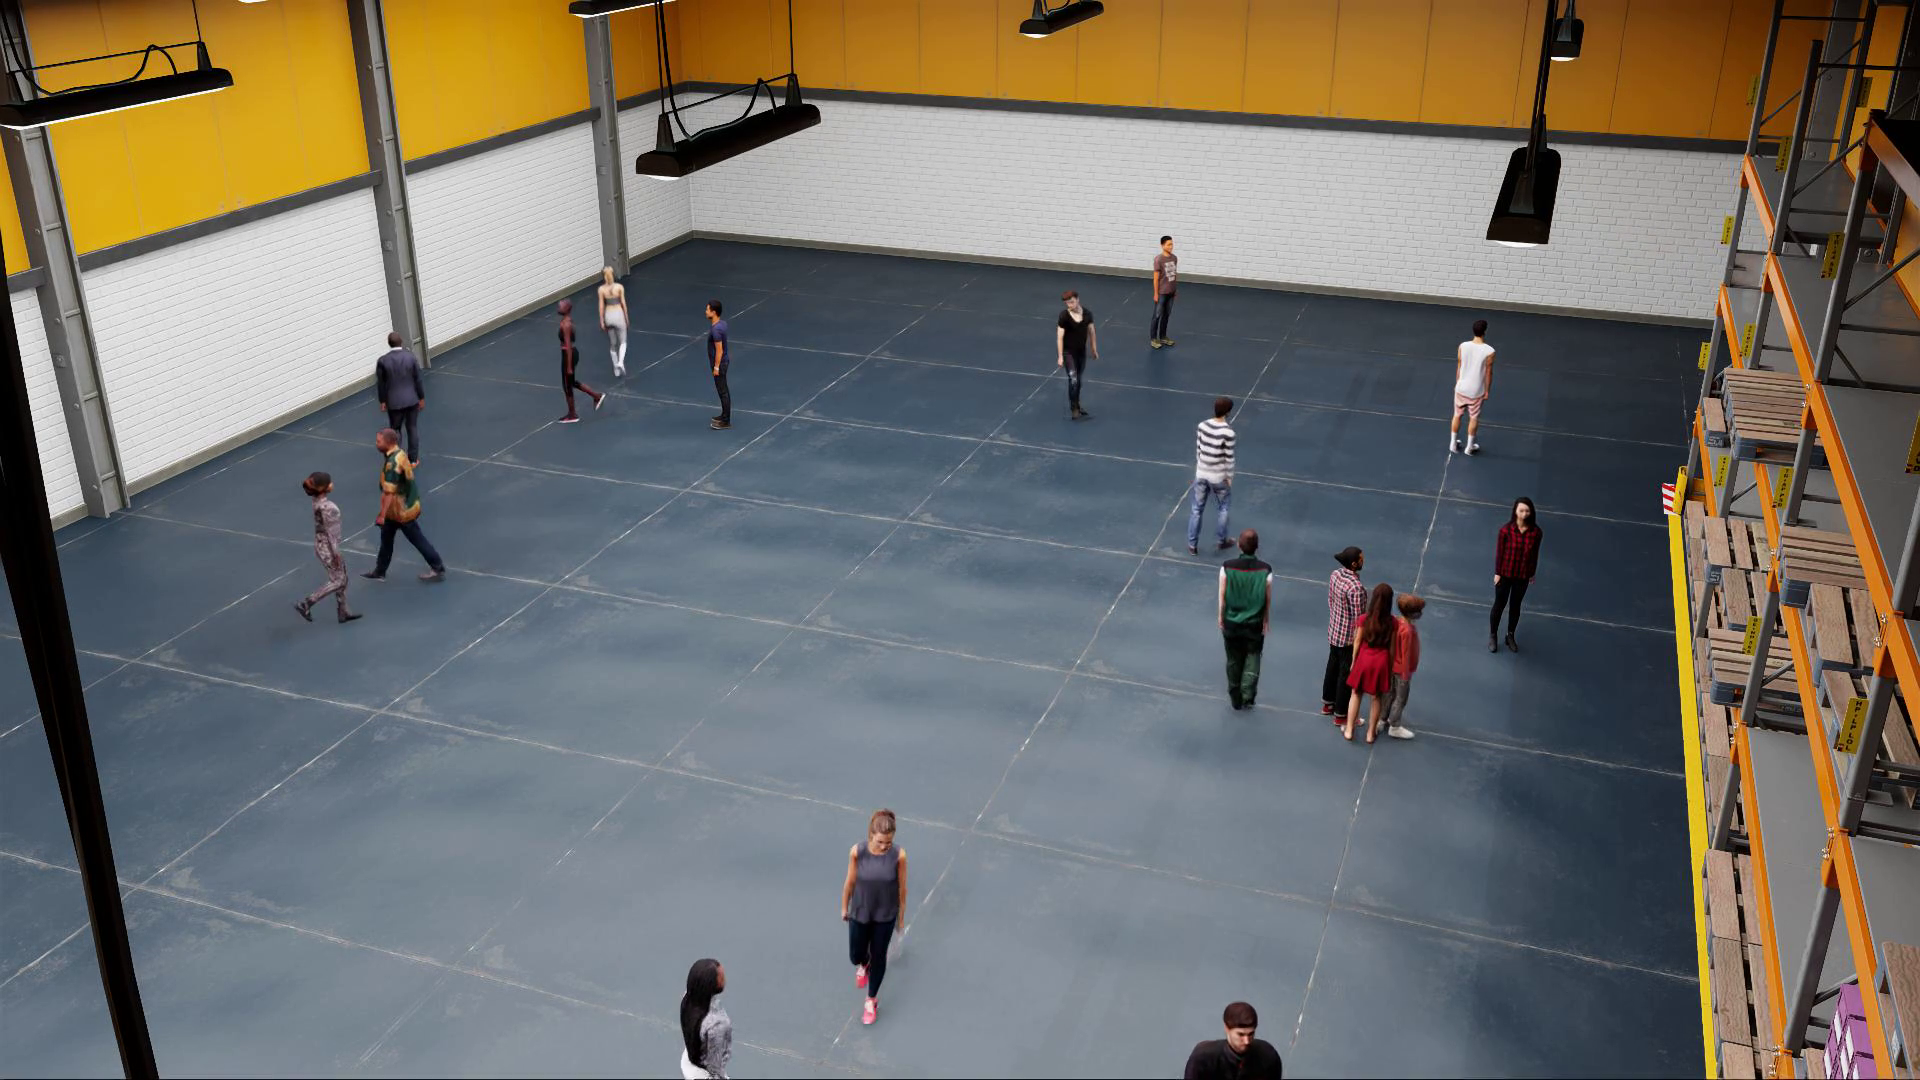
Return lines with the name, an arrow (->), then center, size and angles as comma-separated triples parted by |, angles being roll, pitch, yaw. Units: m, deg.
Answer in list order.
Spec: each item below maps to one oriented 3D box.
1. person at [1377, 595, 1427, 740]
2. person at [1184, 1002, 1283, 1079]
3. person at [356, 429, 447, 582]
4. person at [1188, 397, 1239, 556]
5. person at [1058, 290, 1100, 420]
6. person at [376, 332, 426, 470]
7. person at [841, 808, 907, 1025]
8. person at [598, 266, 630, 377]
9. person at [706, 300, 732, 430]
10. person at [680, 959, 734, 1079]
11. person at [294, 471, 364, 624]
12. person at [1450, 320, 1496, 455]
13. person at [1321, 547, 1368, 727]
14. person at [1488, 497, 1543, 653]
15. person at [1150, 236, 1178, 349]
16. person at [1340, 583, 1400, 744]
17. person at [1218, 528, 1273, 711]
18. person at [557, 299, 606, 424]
person -> 4.020, 1.142, 15.162 | 0.620, 1.408, 0.528 | 2, 24, 4
person -> 1.525, 3.352, 9.599 | 1.012, 1.816, 1.198 | -2, 24, -5
person -> -6.004, -0.340, 18.119 | 1.213, 1.756, 1.200 | -8, 25, -19
person -> 2.832, -0.709, 18.872 | 0.756, 1.829, 0.869 | 13, 27, 26
person -> 1.590, -2.610, 23.194 | 0.983, 1.852, 1.043 | -15, 28, -31
person -> -7.135, -1.746, 21.264 | 0.850, 1.813, 0.880 | -6, 24, -12
person -> -0.574, 2.549, 11.565 | 0.733, 1.712, 0.831 | 4, 24, 8
person -> -5.156, -3.235, 24.820 | 0.782, 1.693, 0.900 | -3, 24, -8
person -> -3.297, -2.427, 22.846 | 0.772, 1.793, 0.622 | -2, 24, -5
person -> -1.588, 3.257, 9.952 | 0.940, 1.708, 0.875 | -13, 27, -28
person -> -6.589, 0.122, 17.135 | 0.986, 1.699, 0.903 | -12, 26, -26
person -> 6.725, -2.020, 21.928 | 0.666, 1.784, 0.629 | 14, 27, 29
person -> 3.568, 0.866, 15.354 | 0.847, 1.761, 0.760 | -7, 25, -16
person -> 5.552, 0.330, 16.708 | 0.640, 1.658, 0.619 | 0, 24, 0
person -> 3.224, -3.950, 26.348 | 0.662, 1.779, 0.773 | -17, 29, -34
person -> 3.737, 1.116, 15.047 | 0.624, 1.550, 0.669 | 3, 24, 7
person -> 2.628, 0.778, 15.466 | 0.701, 1.833, 0.765 | 4, 24, 10
person -> -5.303, -2.488, 23.049 | 0.956, 1.743, 0.952 | -7, 25, -15
